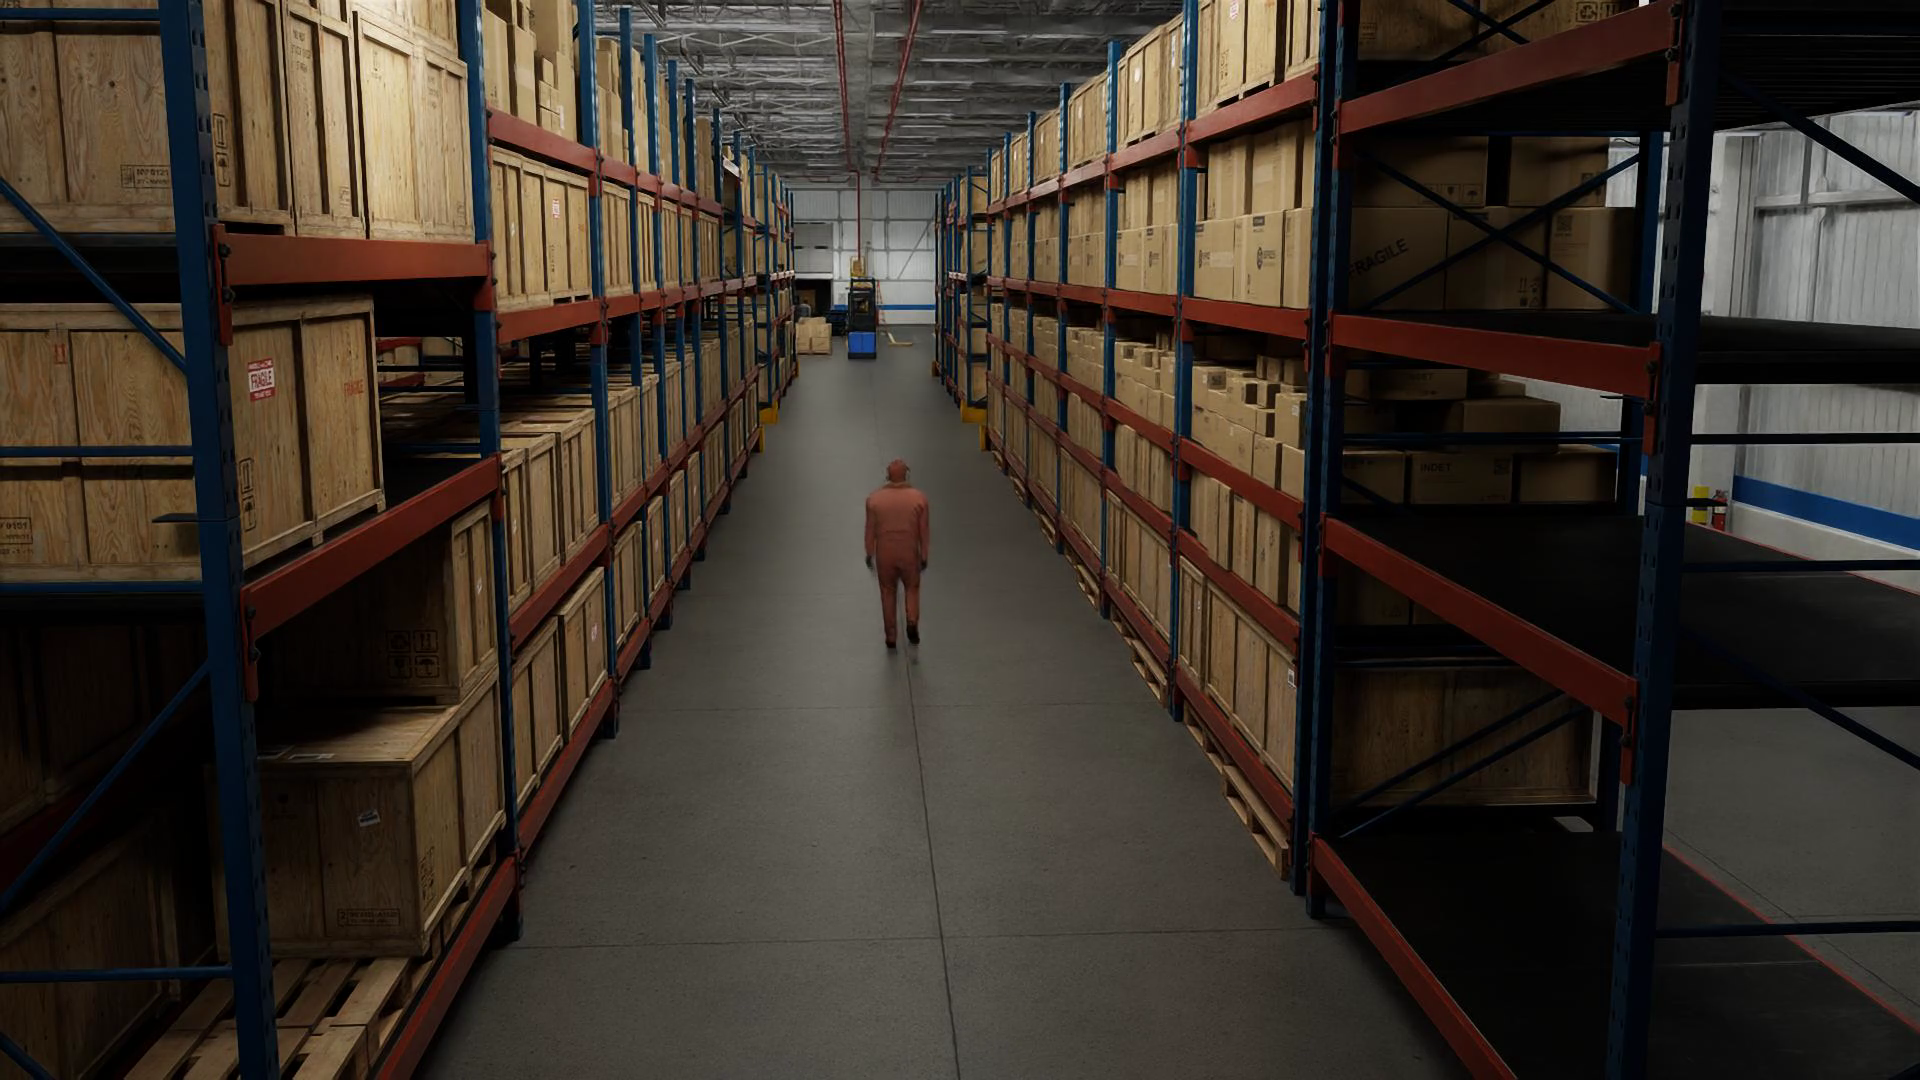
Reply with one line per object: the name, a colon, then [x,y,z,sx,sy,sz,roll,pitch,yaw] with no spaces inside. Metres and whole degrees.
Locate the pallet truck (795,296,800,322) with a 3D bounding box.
pallet truck: [-8.622,-12.439,91.403,1.885,1.965,0.823,2,10,13]

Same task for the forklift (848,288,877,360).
forklift: [-3.843,-8.475,65.095,1.129,2.768,1.873,-1,10,-4]

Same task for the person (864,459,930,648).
person: [-0.641,0.122,16.704,0.657,1.889,0.634,-1,10,-4]

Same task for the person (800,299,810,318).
person: [-8.074,-11.647,86.974,0.759,1.883,0.957,6,11,31]
